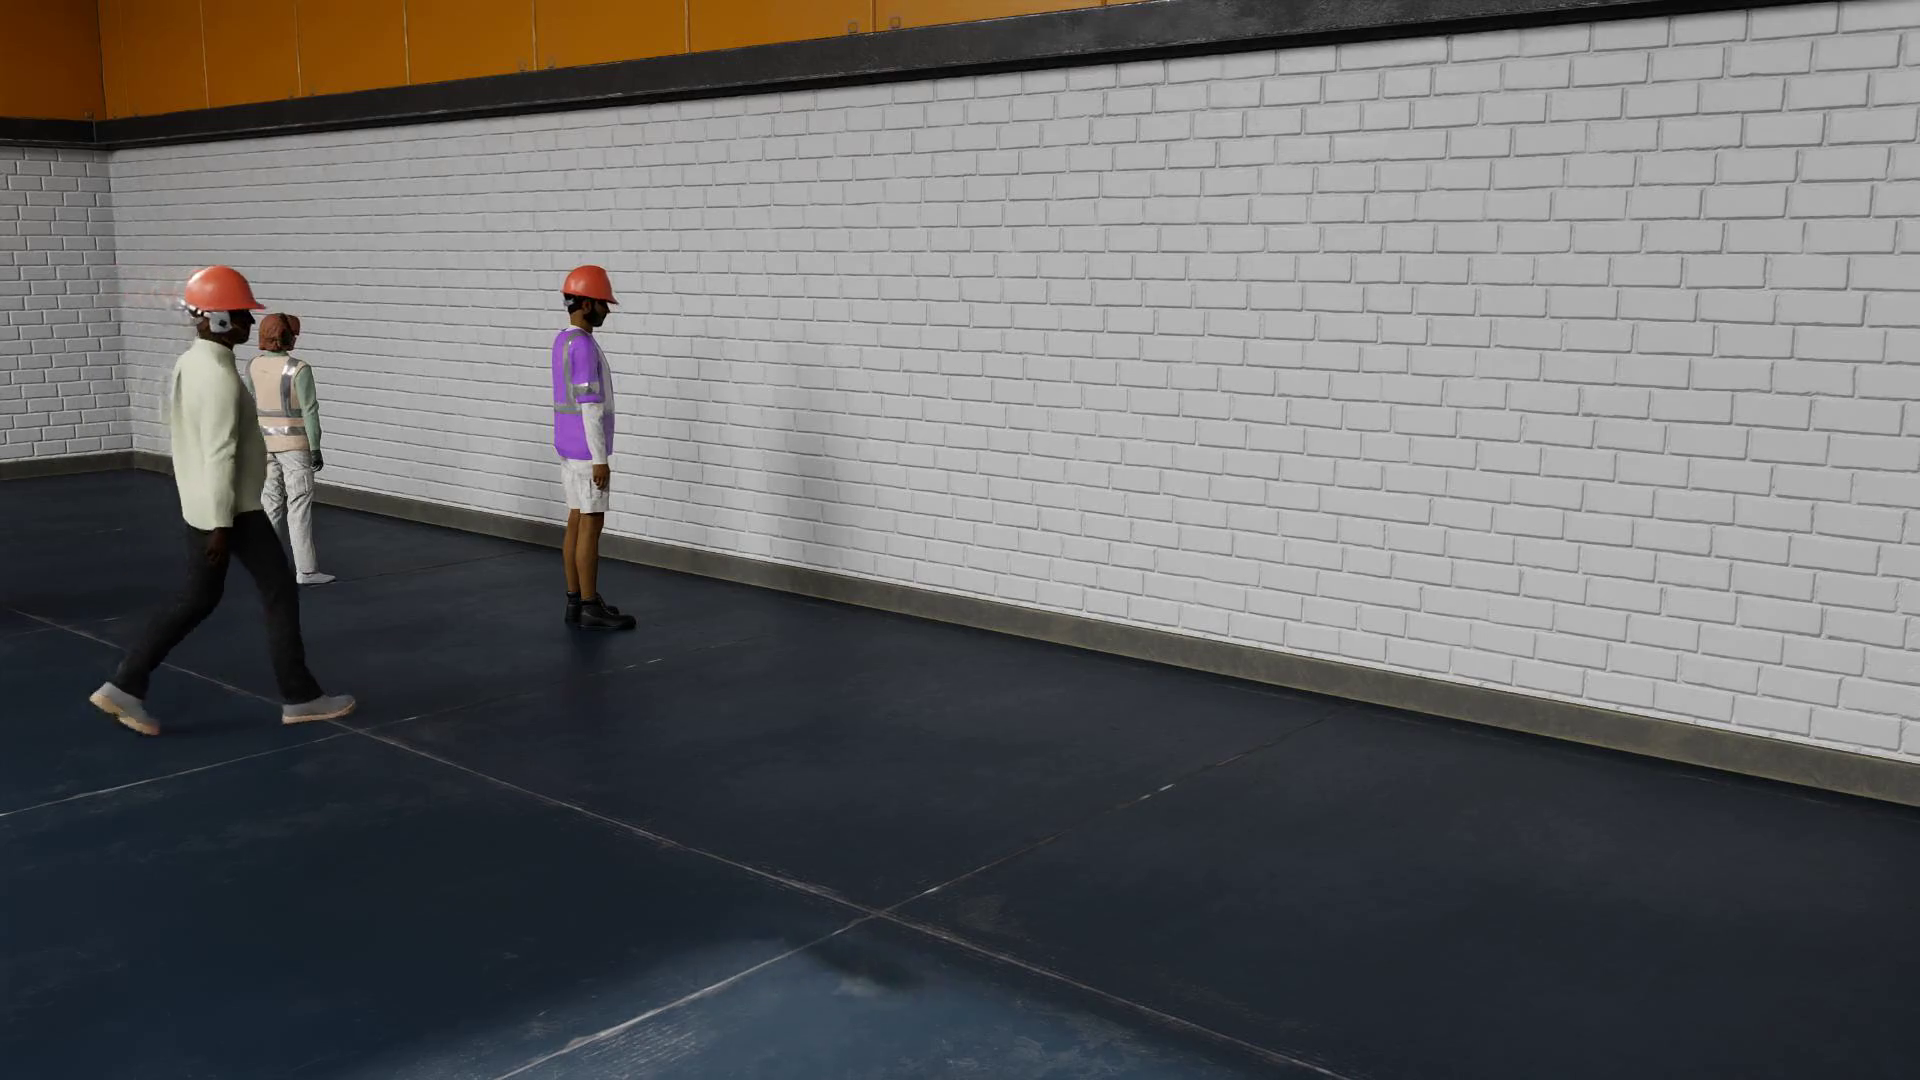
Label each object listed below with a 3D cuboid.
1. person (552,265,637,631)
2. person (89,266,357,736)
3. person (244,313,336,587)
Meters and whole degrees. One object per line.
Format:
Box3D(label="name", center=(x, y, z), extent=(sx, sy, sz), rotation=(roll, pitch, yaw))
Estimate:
Box3D(label="person", center=(-1.962, -0.483, 8.839), extent=(0.363, 1.933, 0.543), rotation=(-5, 11, -26))
Box3D(label="person", center=(-3.121, -0.151, 6.895), extent=(0.971, 1.959, 0.608), rotation=(-8, 13, -38))
Box3D(label="person", center=(-4.045, -0.536, 9.977), extent=(0.525, 1.639, 0.307), rotation=(4, 11, 22))
